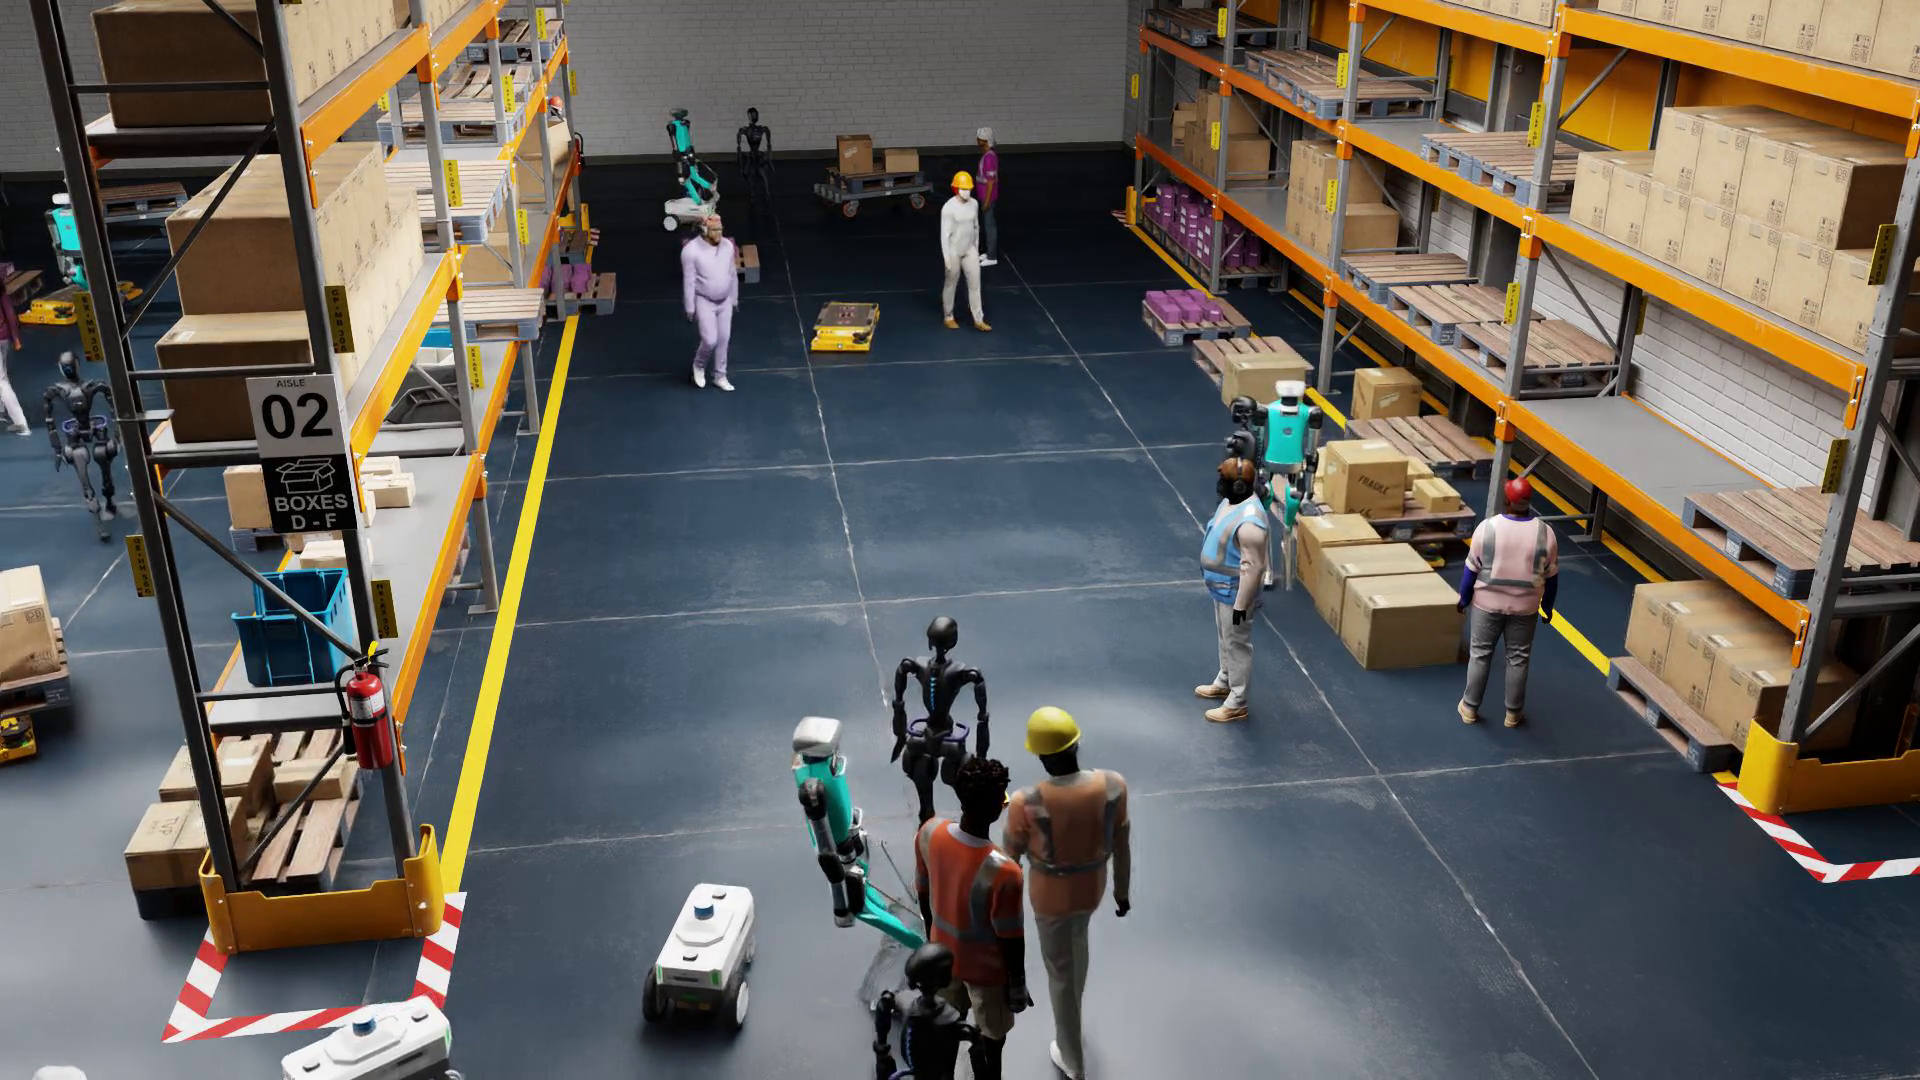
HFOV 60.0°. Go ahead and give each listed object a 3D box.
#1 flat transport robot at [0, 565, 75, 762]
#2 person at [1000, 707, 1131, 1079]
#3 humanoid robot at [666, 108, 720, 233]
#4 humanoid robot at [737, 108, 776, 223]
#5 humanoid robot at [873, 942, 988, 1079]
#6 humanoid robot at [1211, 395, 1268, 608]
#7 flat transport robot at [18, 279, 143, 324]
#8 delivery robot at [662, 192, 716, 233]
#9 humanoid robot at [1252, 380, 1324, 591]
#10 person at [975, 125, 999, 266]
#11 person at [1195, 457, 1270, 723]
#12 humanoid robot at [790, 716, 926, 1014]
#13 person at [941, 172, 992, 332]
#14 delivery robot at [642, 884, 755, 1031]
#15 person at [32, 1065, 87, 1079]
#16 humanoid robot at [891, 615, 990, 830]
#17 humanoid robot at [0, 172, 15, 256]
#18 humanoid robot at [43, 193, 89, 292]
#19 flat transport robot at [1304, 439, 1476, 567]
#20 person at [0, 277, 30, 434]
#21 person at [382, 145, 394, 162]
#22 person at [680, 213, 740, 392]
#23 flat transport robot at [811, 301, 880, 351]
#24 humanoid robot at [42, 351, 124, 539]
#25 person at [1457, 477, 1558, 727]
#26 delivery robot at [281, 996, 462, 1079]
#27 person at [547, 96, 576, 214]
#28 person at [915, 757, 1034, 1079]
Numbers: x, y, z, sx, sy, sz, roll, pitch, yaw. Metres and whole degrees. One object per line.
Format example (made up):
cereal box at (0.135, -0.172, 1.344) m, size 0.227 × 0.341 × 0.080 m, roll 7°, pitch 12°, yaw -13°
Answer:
flat transport robot at (-6.593, 1.126, 11.112) m, size 0.659 × 0.231 × 1.431 m, roll -13°, pitch 27°, yaw -27°
person at (0.474, 1.635, 7.957) m, size 0.599 × 1.877 × 0.822 m, roll -9°, pitch 25°, yaw -20°
humanoid robot at (-3.763, -5.250, 23.898) m, size 0.796 × 1.840 × 0.534 m, roll 9°, pitch 25°, yaw 19°
humanoid robot at (-3.005, -5.521, 24.489) m, size 0.598 × 1.649 × 0.376 m, roll -13°, pitch 27°, yaw -28°
humanoid robot at (-0.095, 2.300, 6.682) m, size 0.584 × 1.647 × 0.372 m, roll 14°, pitch 27°, yaw 29°
humanoid robot at (2.176, -0.282, 12.604) m, size 0.483 × 1.644 × 0.610 m, roll 20°, pitch 31°, yaw 38°
flat transport robot at (-10.744, -2.921, 20.334) m, size 0.659 × 0.231 × 1.431 m, roll 4°, pitch 24°, yaw 10°
delivery robot at (-3.927, -4.754, 24.148) m, size 0.781 × 0.591 × 0.499 m, roll 4°, pitch 24°, yaw 10°
humanoid robot at (2.458, -0.435, 12.860) m, size 0.532 × 1.814 × 0.700 m, roll 2°, pitch 24°, yaw 5°
person at (0.358, -4.588, 22.165) m, size 0.319 × 1.845 × 0.523 m, roll 0°, pitch 24°, yaw -1°
person at (1.792, 0.321, 10.992) m, size 0.429 × 1.841 × 0.633 m, roll -1°, pitch 24°, yaw -2°
humanoid robot at (-0.391, 1.674, 8.100) m, size 0.808 × 1.807 × 0.565 m, roll 0°, pitch 24°, yaw 1°
person at (0.071, -3.313, 19.241) m, size 0.600 × 1.863 × 0.813 m, roll -16°, pitch 28°, yaw -32°
delivery robot at (-1.297, 2.098, 8.532) m, size 0.499 × 0.587 × 0.769 m, roll 3°, pitch 24°, yaw 8°
person at (-3.048, 2.589, 5.828) m, size 0.984 × 1.843 × 0.479 m, roll 15°, pitch 28°, yaw 31°
humanoid robot at (-0.116, 1.163, 9.273) m, size 0.598 × 1.655 × 0.342 m, roll 6°, pitch 24°, yaw 14°
humanoid robot at (-13.308, -4.697, 22.626) m, size 0.602 × 1.657 × 0.354 m, roll -4°, pitch 24°, yaw -10°
humanoid robot at (-9.886, -3.131, 18.892) m, size 0.530 × 1.719 × 0.698 m, roll -1°, pitch 24°, yaw -2°
flat transport robot at (3.469, -0.113, 13.935) m, size 0.659 × 0.231 × 1.431 m, roll -3°, pitch 24°, yaw -7°
person at (-9.518, -1.992, 16.179) m, size 0.934 × 1.908 × 0.509 m, roll 12°, pitch 27°, yaw 26°
person at (-7.814, -5.011, 23.279) m, size 0.799 × 1.722 × 0.538 m, roll 4°, pitch 24°, yaw 9°
person at (-2.554, -2.459, 17.262) m, size 0.675 × 1.888 × 0.434 m, roll -21°, pitch 32°, yaw -40°
flat transport robot at (-1.321, -2.495, 19.362) m, size 0.659 × 0.231 × 1.431 m, roll 1°, pitch 24°, yaw 2°
humanoid robot at (-7.270, -0.824, 13.883) m, size 0.591 × 1.615 × 0.825 m, roll -12°, pitch 26°, yaw -24°
person at (3.578, 0.410, 10.899) m, size 0.603 × 1.753 × 0.420 m, roll 5°, pitch 24°, yaw 12°
delivery robot at (-2.755, 2.461, 7.723) m, size 0.788 × 0.601 × 0.499 m, roll -19°, pitch 30°, yaw -37°
person at (-6.006, -5.762, 24.957) m, size 0.568 × 1.749 × 0.341 m, roll 2°, pitch 24°, yaw 4°
person at (0.074, 1.834, 7.391) m, size 0.361 × 1.963 × 0.613 m, roll -22°, pitch 32°, yaw -40°
